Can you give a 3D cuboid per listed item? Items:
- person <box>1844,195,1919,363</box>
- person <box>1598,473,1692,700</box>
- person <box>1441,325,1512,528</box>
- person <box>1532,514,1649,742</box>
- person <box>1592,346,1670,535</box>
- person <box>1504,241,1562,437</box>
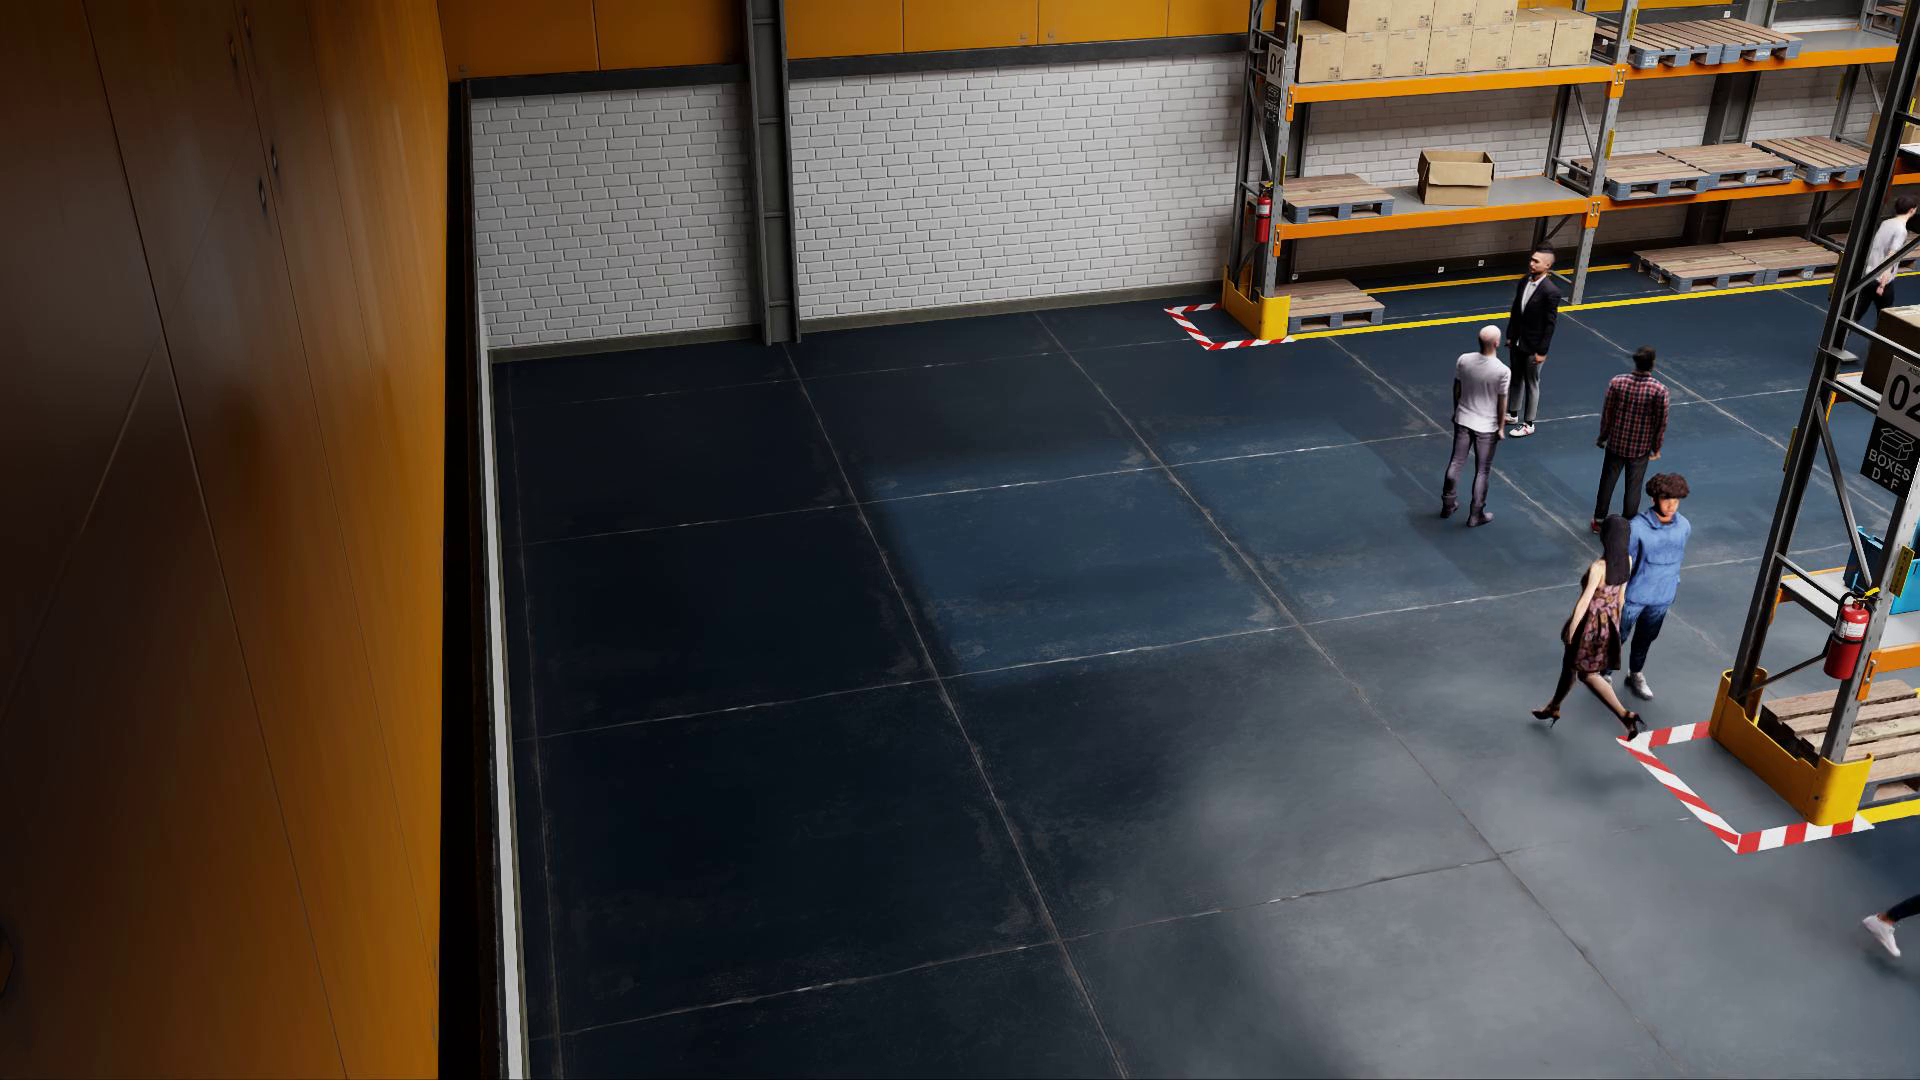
[{"bbox_3d":[9.702,-2.738,17.733,1.014,1.820,0.794,1,29,2],"label":"person"},{"bbox_3d":[4.997,0.333,12.113,0.530,1.810,0.760,-4,29,-8],"label":"person"},{"bbox_3d":[4.517,-1.012,14.556,0.760,1.832,0.755,-25,37,-38],"label":"person"},{"bbox_3d":[4.468,0.682,11.542,1.084,1.744,0.952,-20,34,-32],"label":"person"},{"bbox_3d":[5.768,-0.846,14.327,0.771,1.760,0.826,16,33,27],"label":"person"},{"bbox_3d":[5.554,-1.962,16.174,0.615,1.949,0.732,-11,30,-19],"label":"person"}]
